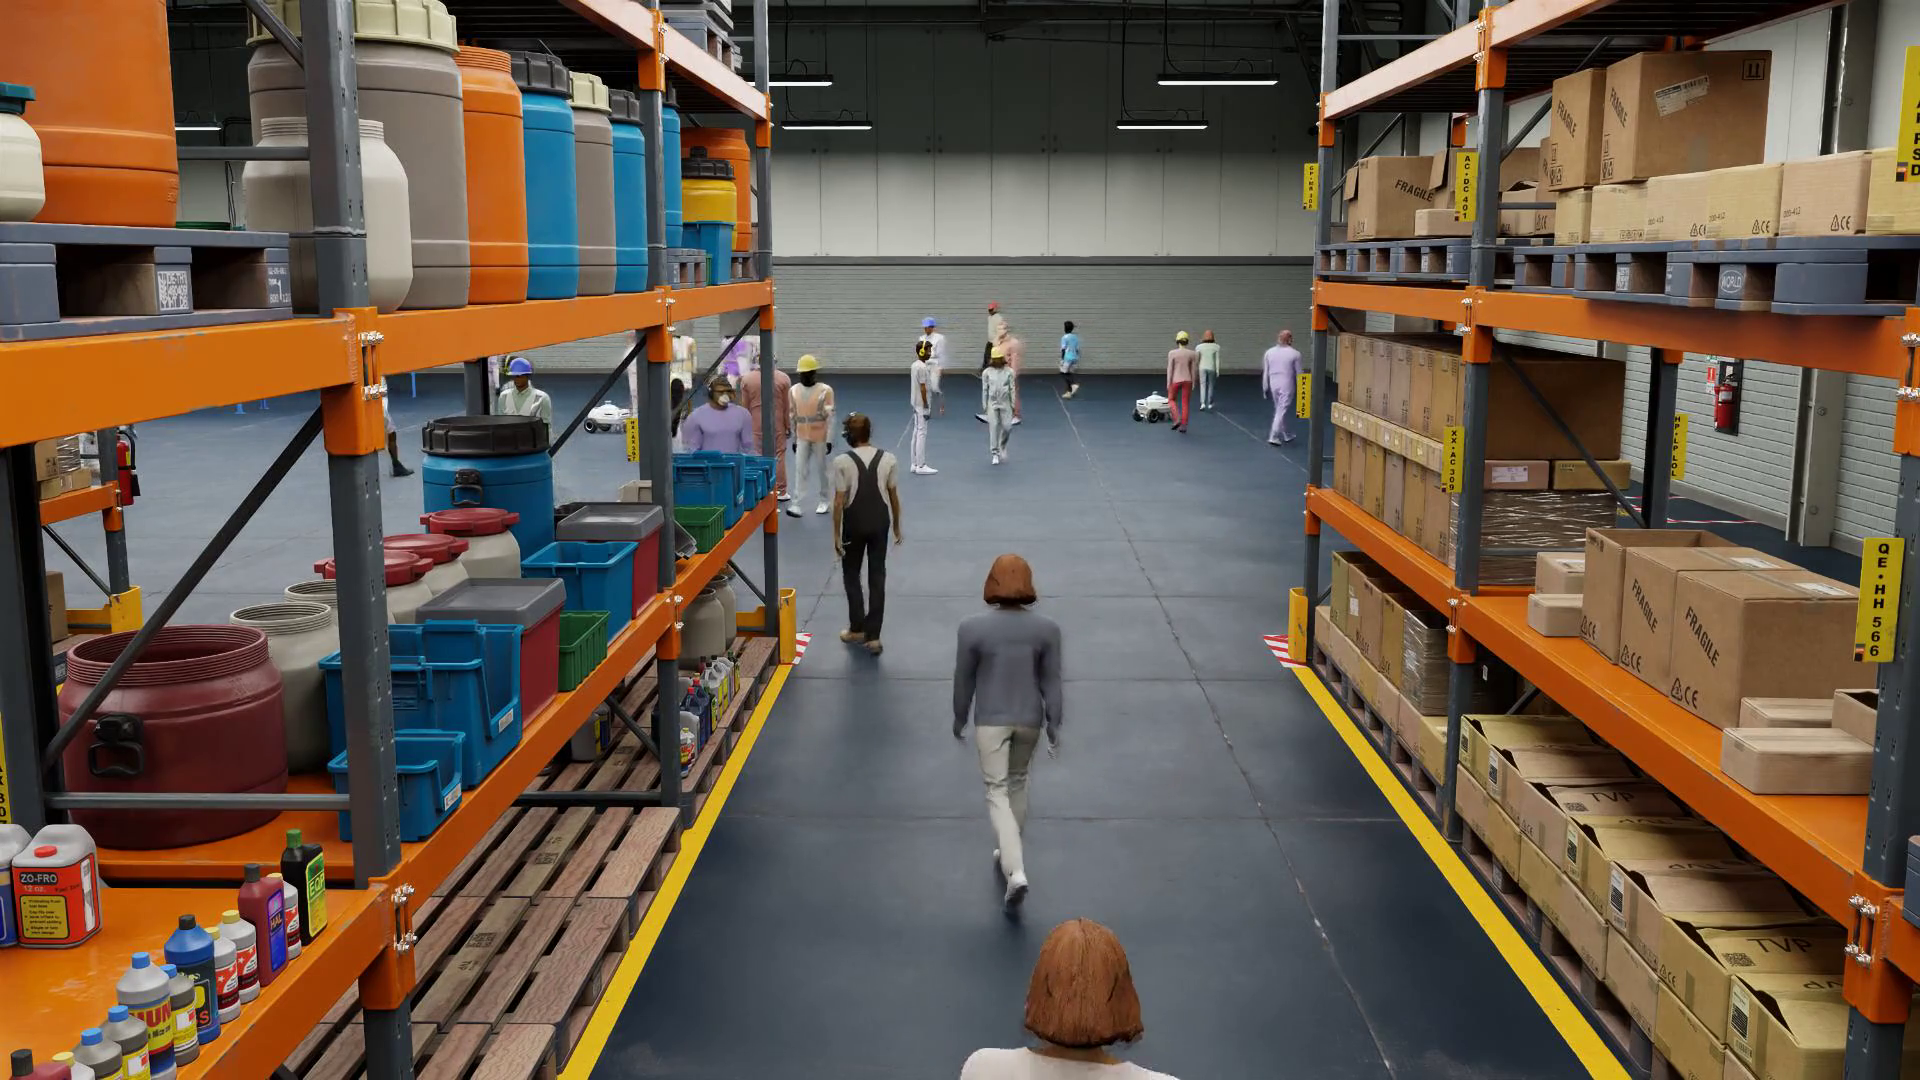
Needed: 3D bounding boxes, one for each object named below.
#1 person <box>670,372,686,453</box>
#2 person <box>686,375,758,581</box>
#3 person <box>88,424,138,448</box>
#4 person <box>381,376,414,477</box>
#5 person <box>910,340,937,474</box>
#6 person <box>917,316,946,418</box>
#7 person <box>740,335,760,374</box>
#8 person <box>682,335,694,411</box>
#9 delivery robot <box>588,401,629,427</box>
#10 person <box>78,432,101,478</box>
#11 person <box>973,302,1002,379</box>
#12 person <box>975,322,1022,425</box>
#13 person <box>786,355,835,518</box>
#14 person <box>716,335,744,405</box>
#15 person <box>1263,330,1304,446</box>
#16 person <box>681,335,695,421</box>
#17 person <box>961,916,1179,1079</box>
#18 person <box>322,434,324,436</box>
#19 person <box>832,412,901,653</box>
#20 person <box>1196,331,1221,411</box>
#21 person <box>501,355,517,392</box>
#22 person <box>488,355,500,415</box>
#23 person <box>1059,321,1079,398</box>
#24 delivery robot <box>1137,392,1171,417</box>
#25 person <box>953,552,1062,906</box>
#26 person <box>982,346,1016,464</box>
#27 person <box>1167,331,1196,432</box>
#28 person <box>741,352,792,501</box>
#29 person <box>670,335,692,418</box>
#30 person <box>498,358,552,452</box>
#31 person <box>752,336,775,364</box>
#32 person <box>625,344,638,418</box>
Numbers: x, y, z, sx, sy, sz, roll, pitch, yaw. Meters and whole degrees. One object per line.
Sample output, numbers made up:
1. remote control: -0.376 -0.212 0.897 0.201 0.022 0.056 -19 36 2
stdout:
1. person: -3.732 -1.486 21.261 0.633 1.815 0.887 6 11 32
2. person: -2.168 -0.566 15.431 0.646 1.913 0.779 -6 11 -31
3. person: -10.590 -1.340 20.825 0.848 1.656 0.538 5 11 30
4. person: -8.083 -1.806 22.899 0.941 1.903 0.553 -7 12 -36
5. person: -0.528 -1.872 23.392 0.326 1.865 0.519 -3 10 -17
6. person: -0.551 -3.271 31.558 0.638 1.931 0.465 6 11 34
7. person: -5.156 -4.898 41.291 0.628 1.940 0.373 0 9 1
8. person: -5.588 -3.491 33.210 0.578 1.819 0.612 6 11 32
9. delivery robot: -6.128 -2.181 28.997 0.707 0.478 0.477 4 11 24
10. person: -11.992 -1.768 22.831 0.430 1.845 0.621 3 10 18
11. person: 0.749 -5.012 41.895 0.933 1.955 0.653 -6 11 -31
12. person: 0.754 -3.012 30.268 0.693 1.858 1.033 9 13 44
13. person: -1.738 -1.200 19.322 0.606 1.871 0.997 3 10 17
14. person: -4.215 -3.076 30.458 0.493 1.916 0.522 -3 10 -18
15. person: 5.286 -2.477 27.056 0.667 1.853 1.014 8 12 40
16. person: -5.238 -3.190 31.230 0.551 1.894 1.007 -2 10 -11
17. person: 0.232 1.577 3.464 0.506 1.622 0.373 2 10 11
18. person: -10.489 -2.589 28.491 0.870 1.594 0.534 -5 11 -29
19. person: -0.704 -0.070 12.724 0.601 1.822 0.536 -3 10 -16
20. person: 4.970 -3.413 33.440 0.518 1.590 0.866 2 10 9
21. person: -5.292 -1.304 20.017 0.579 1.856 0.539 3 10 20
22. person: -7.883 -2.606 27.603 0.594 1.922 0.384 4 10 20
23. person: 2.407 -3.916 36.162 0.441 1.687 0.541 7 12 36
24. delivery robot: 3.644 -2.526 31.062 0.707 0.478 0.477 -7 12 -35
25. person: 0.248 0.867 7.775 0.496 1.602 0.788 -3 10 -17
26. person: 0.570 -1.990 24.494 0.505 1.728 0.387 0 9 -3
27. person: 3.856 -2.761 29.028 0.555 1.751 0.449 -2 10 -13
28. person: -2.375 -1.428 20.599 0.643 1.909 0.410 0 9 0
29. person: -5.153 -3.027 29.934 0.996 2.004 0.603 6 11 33
30. person: -4.622 -0.957 17.654 0.602 1.948 0.387 1 10 8
31. person: -4.439 -4.099 37.530 0.531 1.583 0.884 7 12 34
32. person: -5.017 -2.424 26.607 0.687 1.885 0.575 7 12 34
